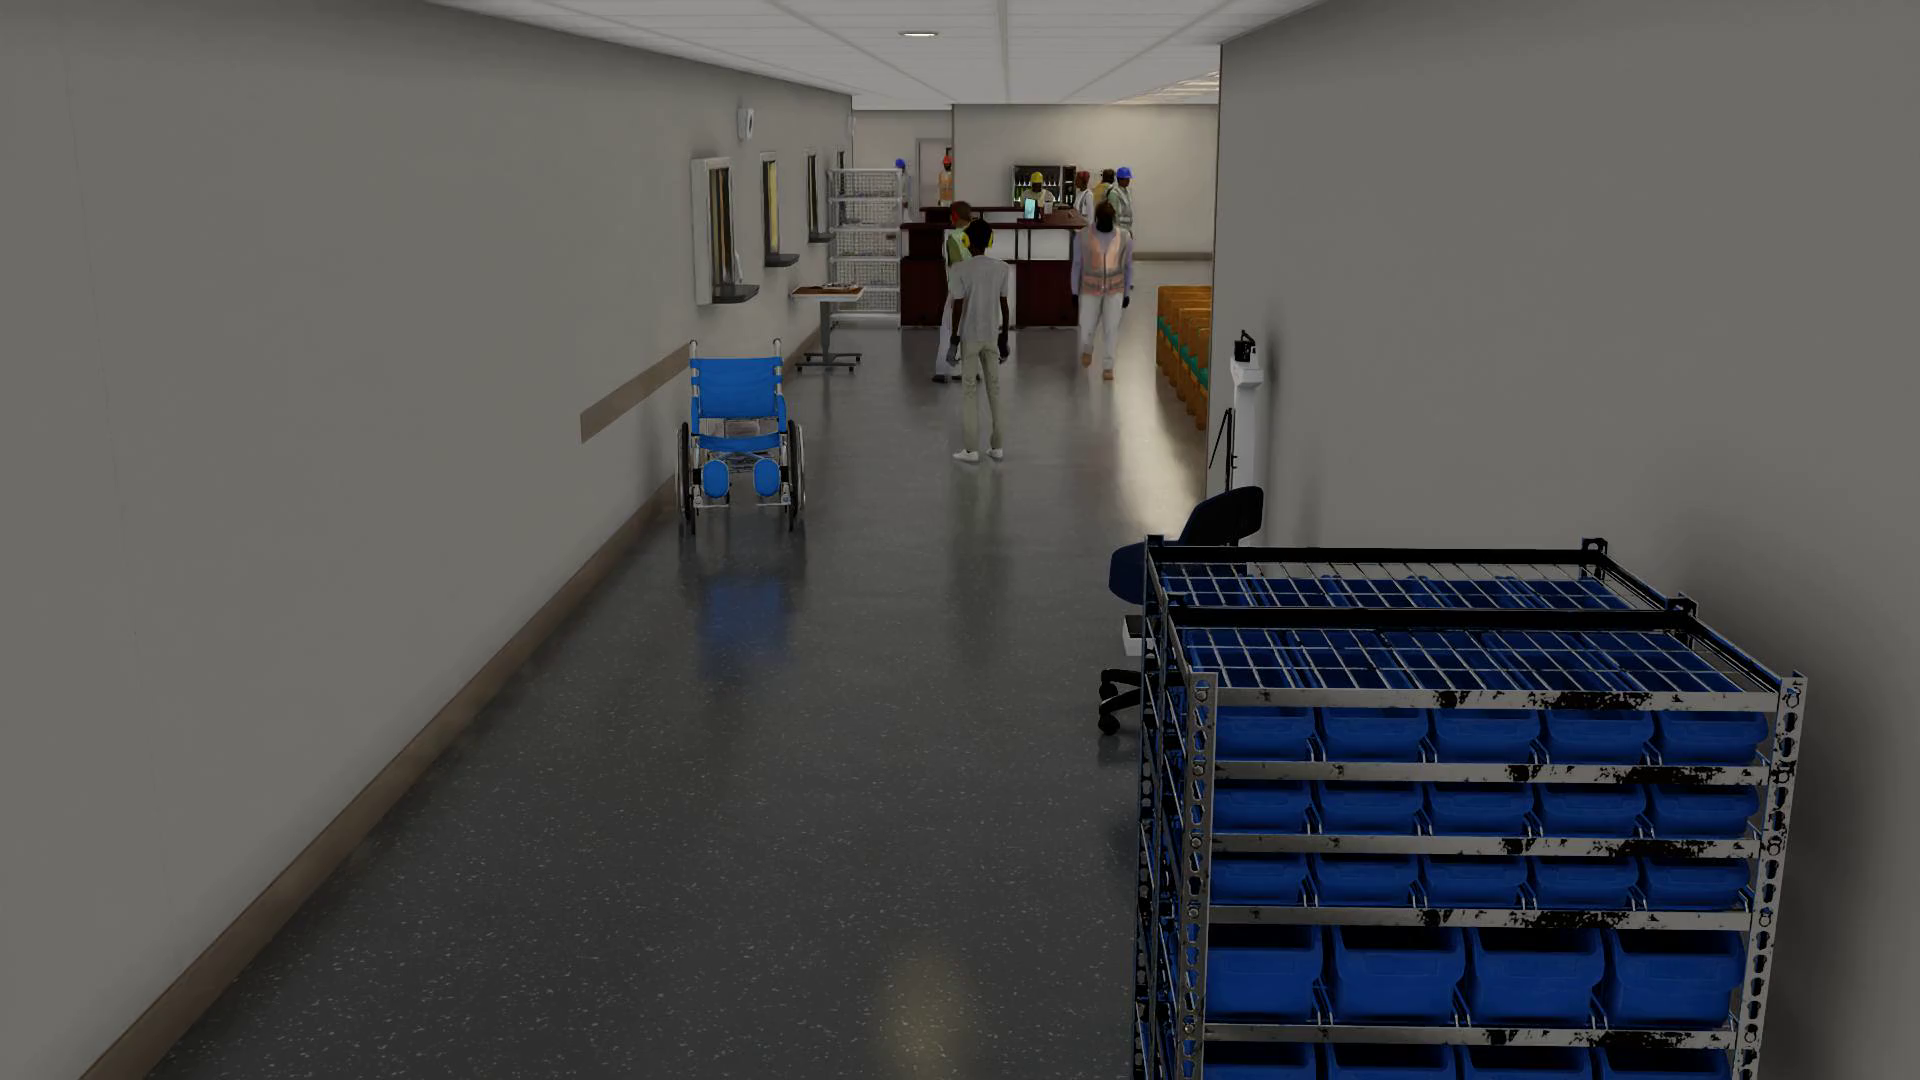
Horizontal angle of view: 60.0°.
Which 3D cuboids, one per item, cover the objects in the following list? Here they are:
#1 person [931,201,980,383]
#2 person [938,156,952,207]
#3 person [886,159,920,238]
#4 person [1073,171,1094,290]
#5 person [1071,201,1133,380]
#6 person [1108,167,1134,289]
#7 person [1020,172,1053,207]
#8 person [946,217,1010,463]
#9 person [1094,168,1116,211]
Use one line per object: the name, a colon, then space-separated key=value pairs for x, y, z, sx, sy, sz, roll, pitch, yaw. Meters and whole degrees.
person: x=0.001 y=-2.505 z=16.848 sx=0.501 sy=1.822 sz=0.575 roll=9 pitch=16 yaw=33
person: x=-0.284 y=-7.999 z=38.902 sx=0.543 sy=1.939 sz=0.360 roll=7 pitch=15 yaw=26
person: x=-1.279 y=-8.012 z=39.099 sx=1.018 sy=1.889 sz=0.619 roll=-10 pitch=17 yaw=-35
person: x=1.967 y=-4.964 z=26.697 sx=0.347 sy=1.882 sz=0.584 roll=-3 pitch=14 yaw=-13
person: x=1.461 y=-2.581 z=17.166 sx=0.635 sy=1.819 sz=0.605 roll=0 pitch=14 yaw=0
person: x=2.582 y=-4.992 z=26.678 sx=0.384 sy=1.949 sz=0.604 roll=8 pitch=16 yaw=29
person: x=1.314 y=-5.422 z=28.689 sx=0.596 sy=1.824 sz=0.403 roll=1 pitch=14 yaw=5
person: x=0.140 y=-1.523 z=12.761 sx=0.533 sy=1.868 sz=0.310 roll=-7 pitch=15 yaw=-26
person: x=2.712 y=-5.974 z=30.914 sx=0.451 sy=1.827 sz=0.634 roll=-7 pitch=16 yaw=-26
